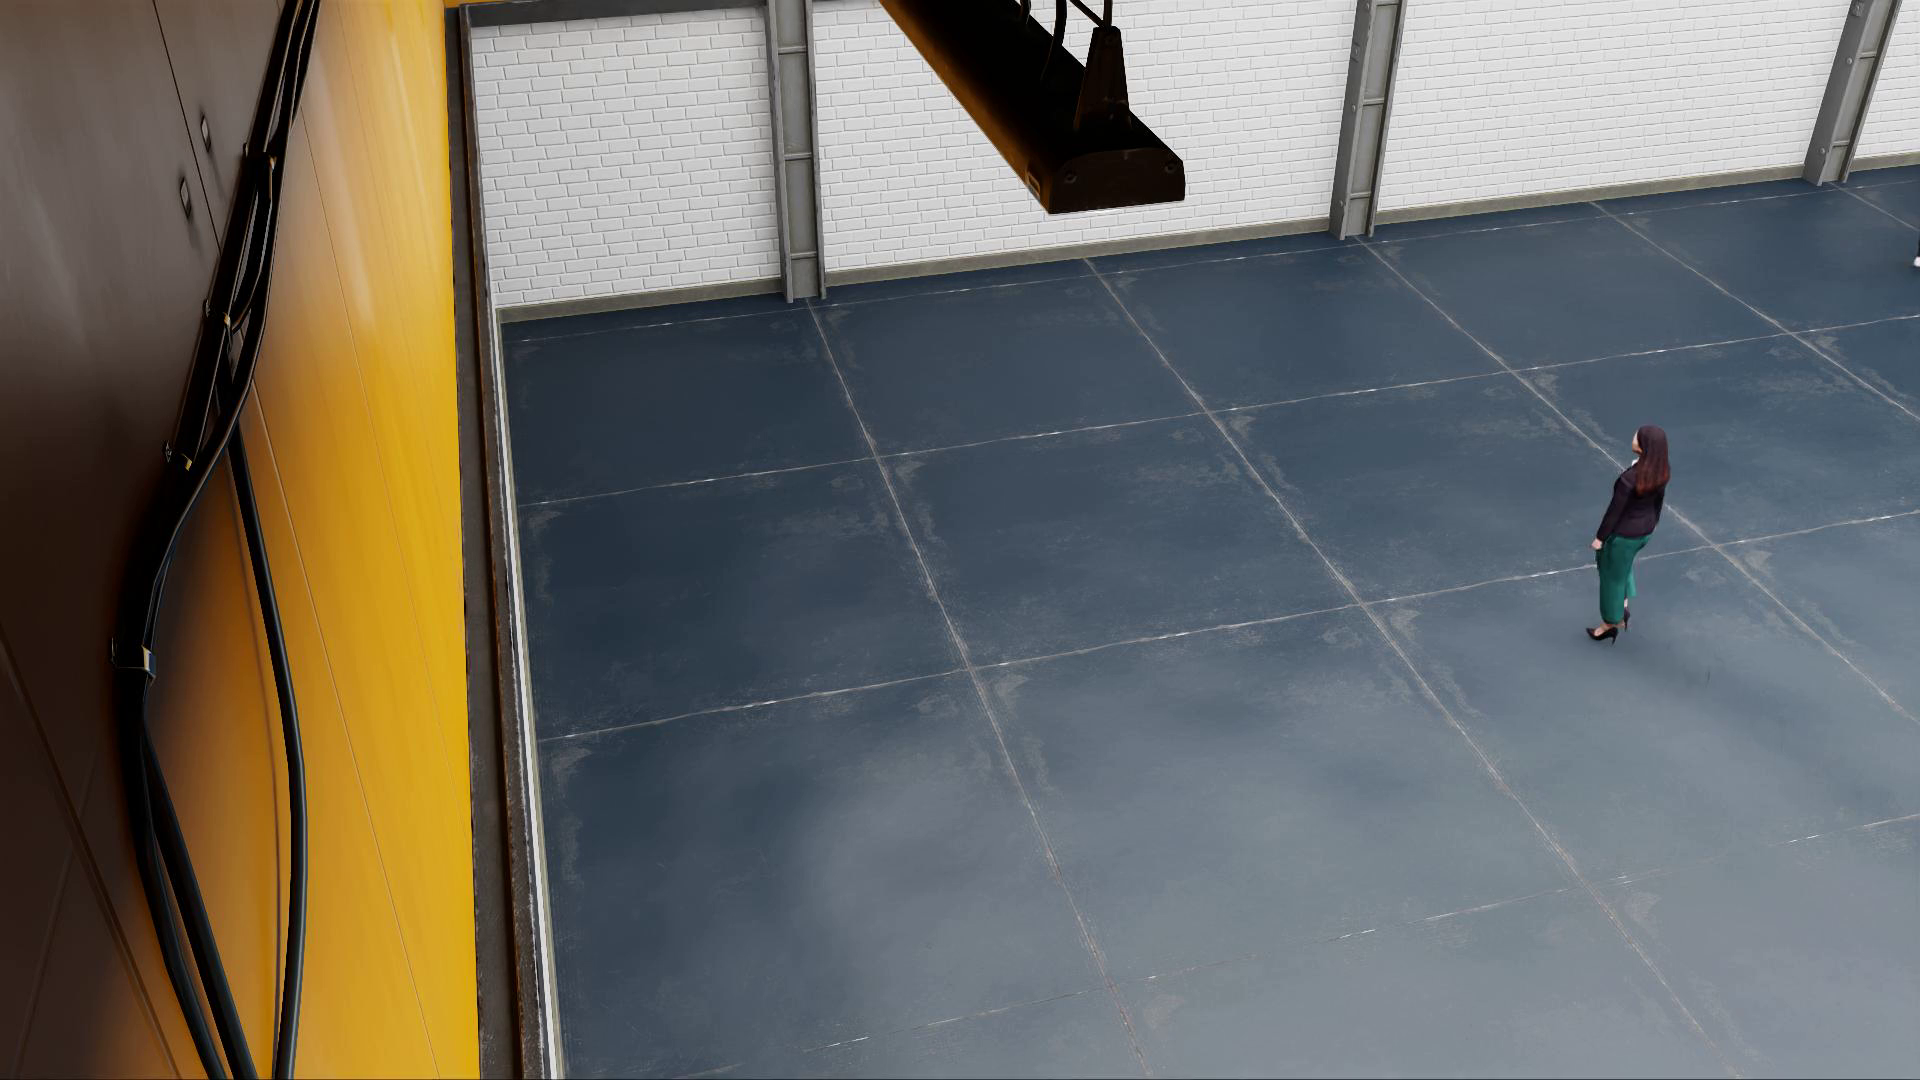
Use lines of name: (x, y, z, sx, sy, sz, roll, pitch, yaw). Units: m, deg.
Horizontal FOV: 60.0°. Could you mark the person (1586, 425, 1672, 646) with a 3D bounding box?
person: (4.653, 0.015, 11.418, 0.692, 1.724, 0.771, -19, 38, -26)
